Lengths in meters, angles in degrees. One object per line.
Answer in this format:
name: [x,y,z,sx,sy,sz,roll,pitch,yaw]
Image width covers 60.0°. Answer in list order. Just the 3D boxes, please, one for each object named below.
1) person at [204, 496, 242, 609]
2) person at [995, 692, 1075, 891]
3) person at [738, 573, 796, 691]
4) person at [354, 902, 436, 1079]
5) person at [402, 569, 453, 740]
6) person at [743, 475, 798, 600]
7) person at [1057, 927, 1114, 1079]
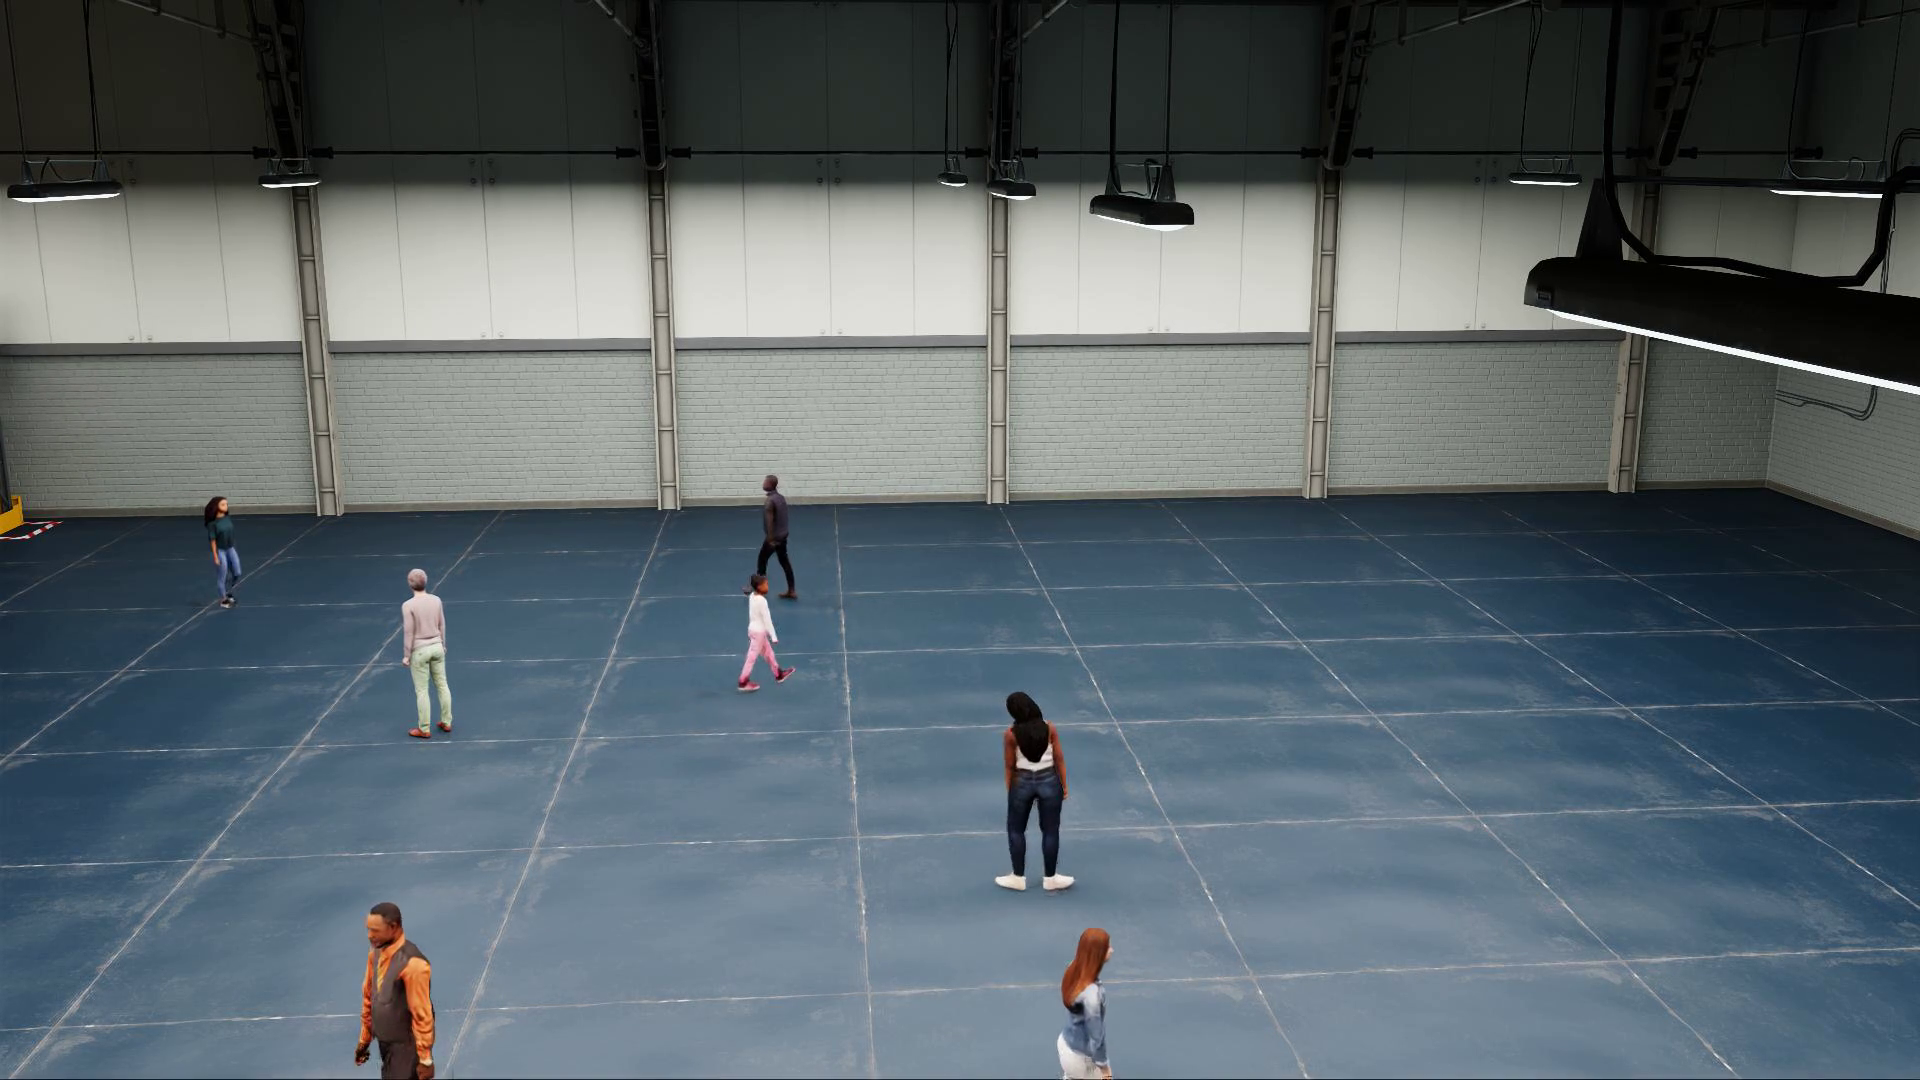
person: [-10.455,0.177,23.441,0.742,1.601,0.701,6,14,25]
person: [0.703,2.184,14.386,0.636,1.776,0.952,5,14,20]
person: [-2.458,1.113,19.813,1.043,1.414,0.785,-6,14,-24]
person: [-3.340,3.078,10.281,0.902,1.886,0.866,-10,16,-37]
person: [-5.857,1.240,18.259,0.830,1.866,0.768,11,17,39]
person: [-2.565,-0.015,23.828,1.142,1.801,0.959,5,14,20]
person: [0.646,3.192,10.271,0.905,1.667,0.626,-1,13,-5]
